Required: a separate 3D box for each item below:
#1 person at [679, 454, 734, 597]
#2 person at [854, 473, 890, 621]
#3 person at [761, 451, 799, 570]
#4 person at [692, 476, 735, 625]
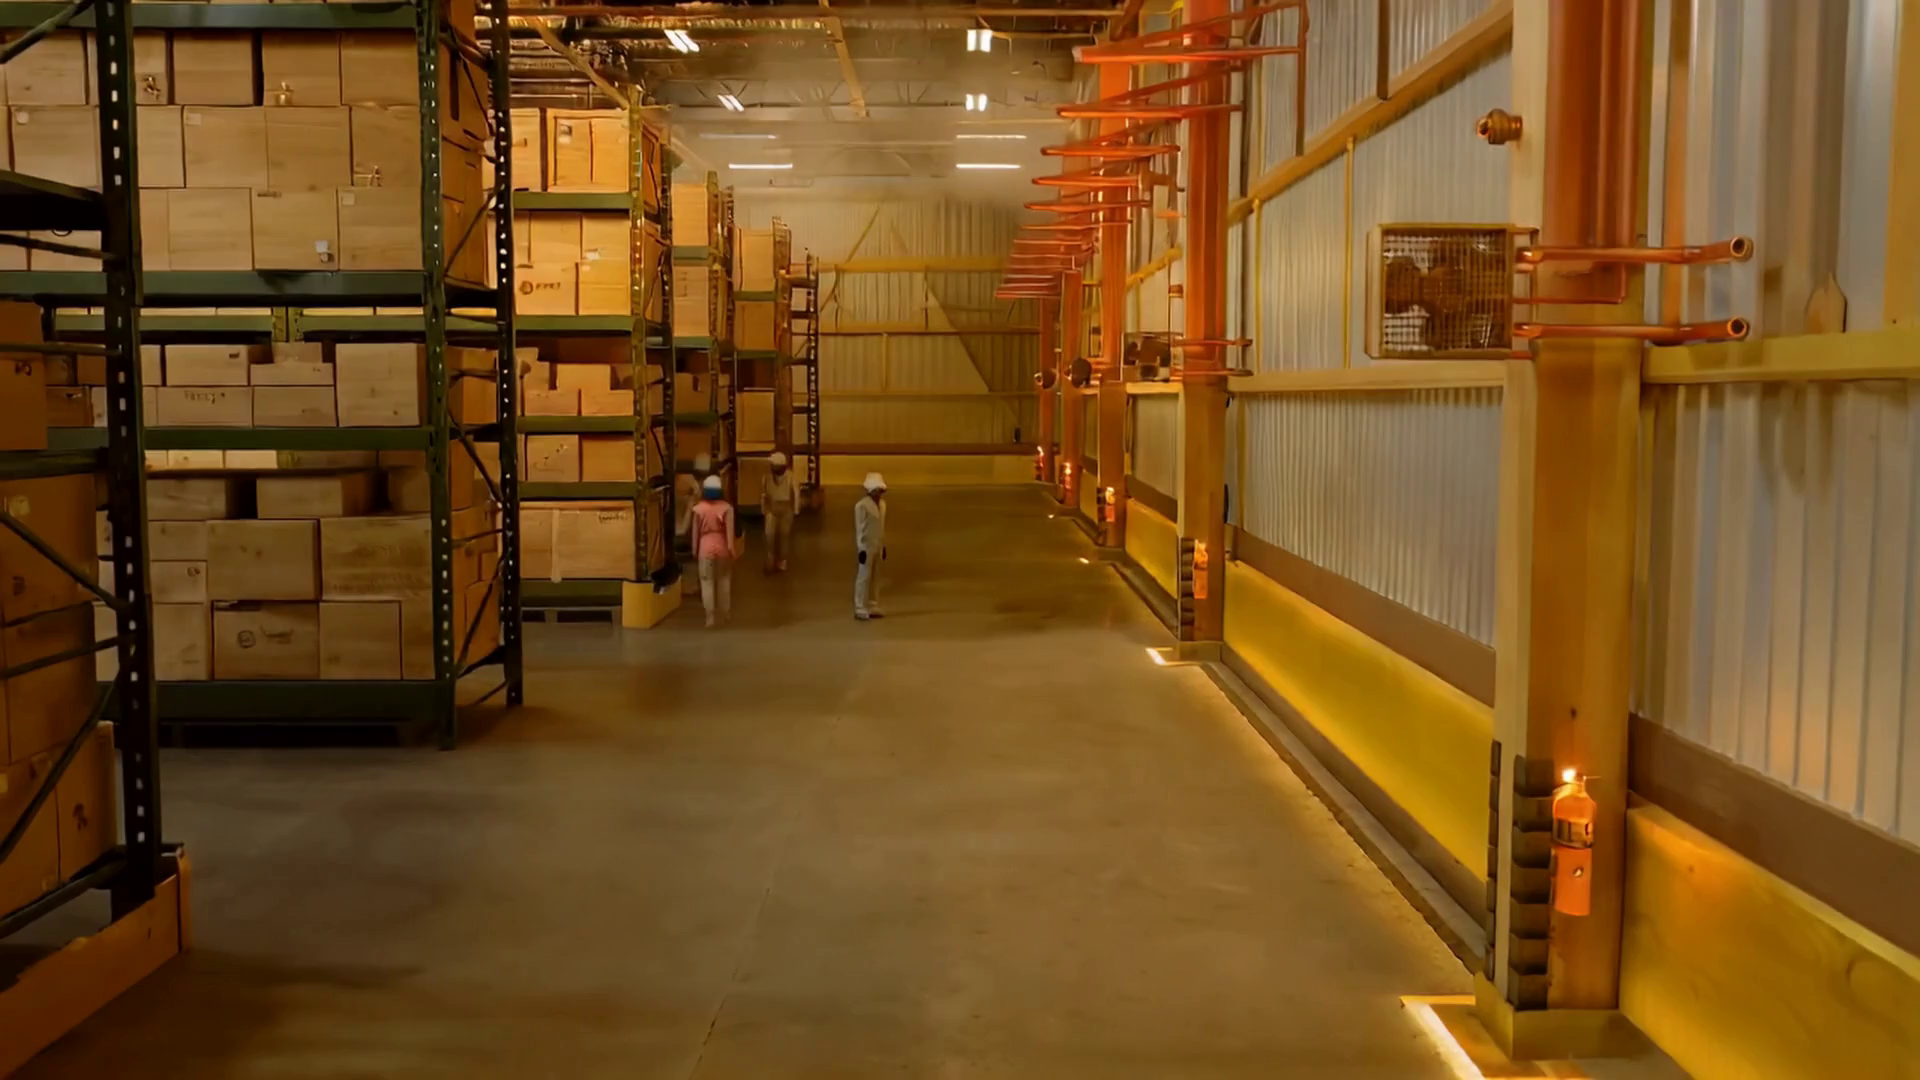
[{"bbox_3d":[-3.398,-0.191,21.902,1.016,1.872,0.559,2,5,23],"label":"person"},{"bbox_3d":[-1.009,0.080,19.543,0.352,1.742,0.566,3,6,34],"label":"person"},{"bbox_3d":[-2.730,-0.430,25.095,0.597,1.815,0.501,0,5,4],"label":"person"},{"bbox_3d":[-2.855,0.106,19.388,0.508,1.701,0.849,0,5,1],"label":"person"}]
